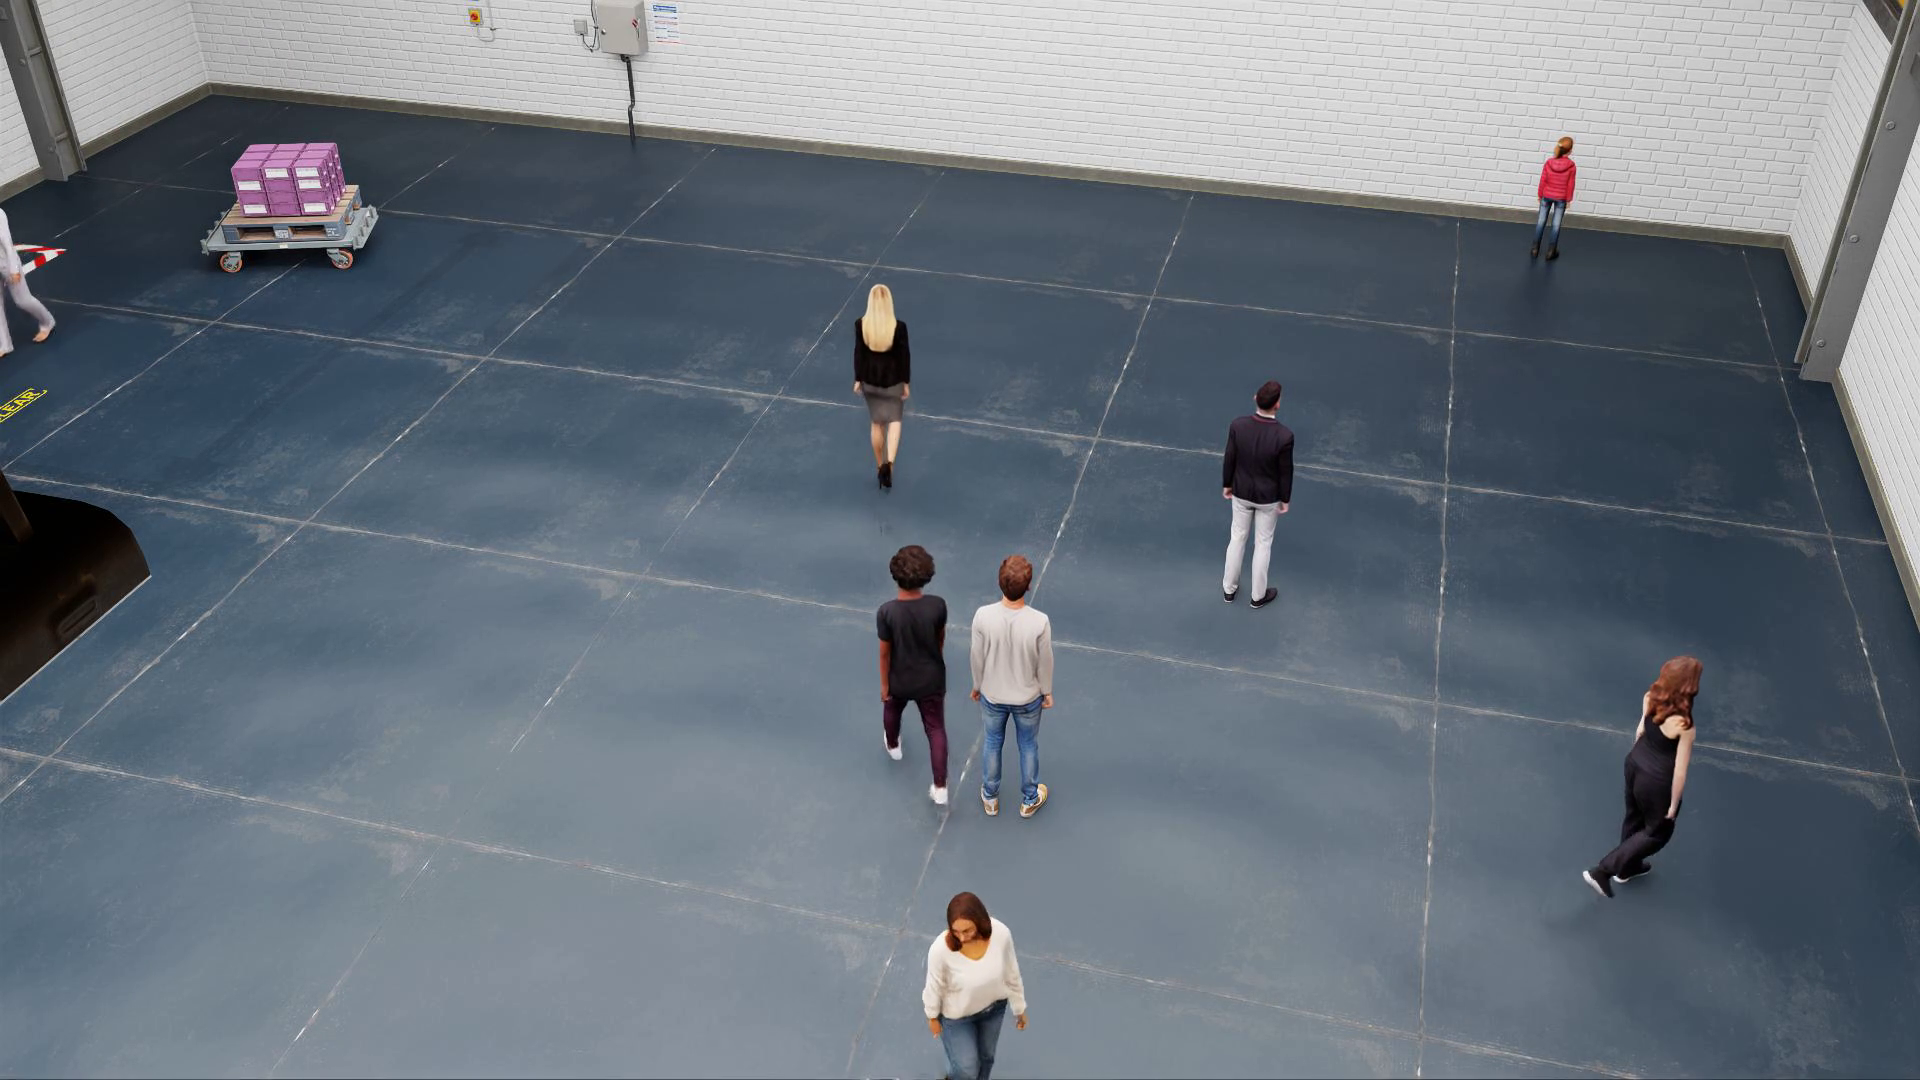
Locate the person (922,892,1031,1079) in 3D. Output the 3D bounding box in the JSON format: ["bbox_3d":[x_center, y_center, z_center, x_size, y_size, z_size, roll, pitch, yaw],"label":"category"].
[{"bbox_3d":[0.024,2.294,8.359,0.767,1.665,0.821,-18,37,-24],"label":"person"}]

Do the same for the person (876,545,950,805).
[{"bbox_3d":[-0.251,0.877,10.418,0.901,1.745,1.176,-6,34,-9],"label":"person"}]

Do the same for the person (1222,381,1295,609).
[{"bbox_3d":[2.160,-0.334,12.155,0.714,1.840,0.627,17,37,23],"label":"person"}]

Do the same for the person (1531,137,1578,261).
[{"bbox_3d":[6.275,-3.609,17.557,0.558,1.314,0.559,17,37,24],"label":"person"}]

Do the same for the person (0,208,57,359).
[{"bbox_3d":[-9.024,-2.628,15.716,0.644,1.718,0.946,8,34,11],"label":"person"}]

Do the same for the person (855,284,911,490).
[{"bbox_3d":[-0.634,-1.164,13.412,0.709,1.831,0.846,2,34,2],"label":"person"}]

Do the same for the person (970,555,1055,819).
[{"bbox_3d":[0.316,0.921,10.209,0.691,1.903,0.590,5,34,8],"label":"person"}]

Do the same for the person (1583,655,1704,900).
[{"bbox_3d":[3.948,1.398,9.643,0.941,1.735,0.911,-13,36,-19],"label":"person"}]
